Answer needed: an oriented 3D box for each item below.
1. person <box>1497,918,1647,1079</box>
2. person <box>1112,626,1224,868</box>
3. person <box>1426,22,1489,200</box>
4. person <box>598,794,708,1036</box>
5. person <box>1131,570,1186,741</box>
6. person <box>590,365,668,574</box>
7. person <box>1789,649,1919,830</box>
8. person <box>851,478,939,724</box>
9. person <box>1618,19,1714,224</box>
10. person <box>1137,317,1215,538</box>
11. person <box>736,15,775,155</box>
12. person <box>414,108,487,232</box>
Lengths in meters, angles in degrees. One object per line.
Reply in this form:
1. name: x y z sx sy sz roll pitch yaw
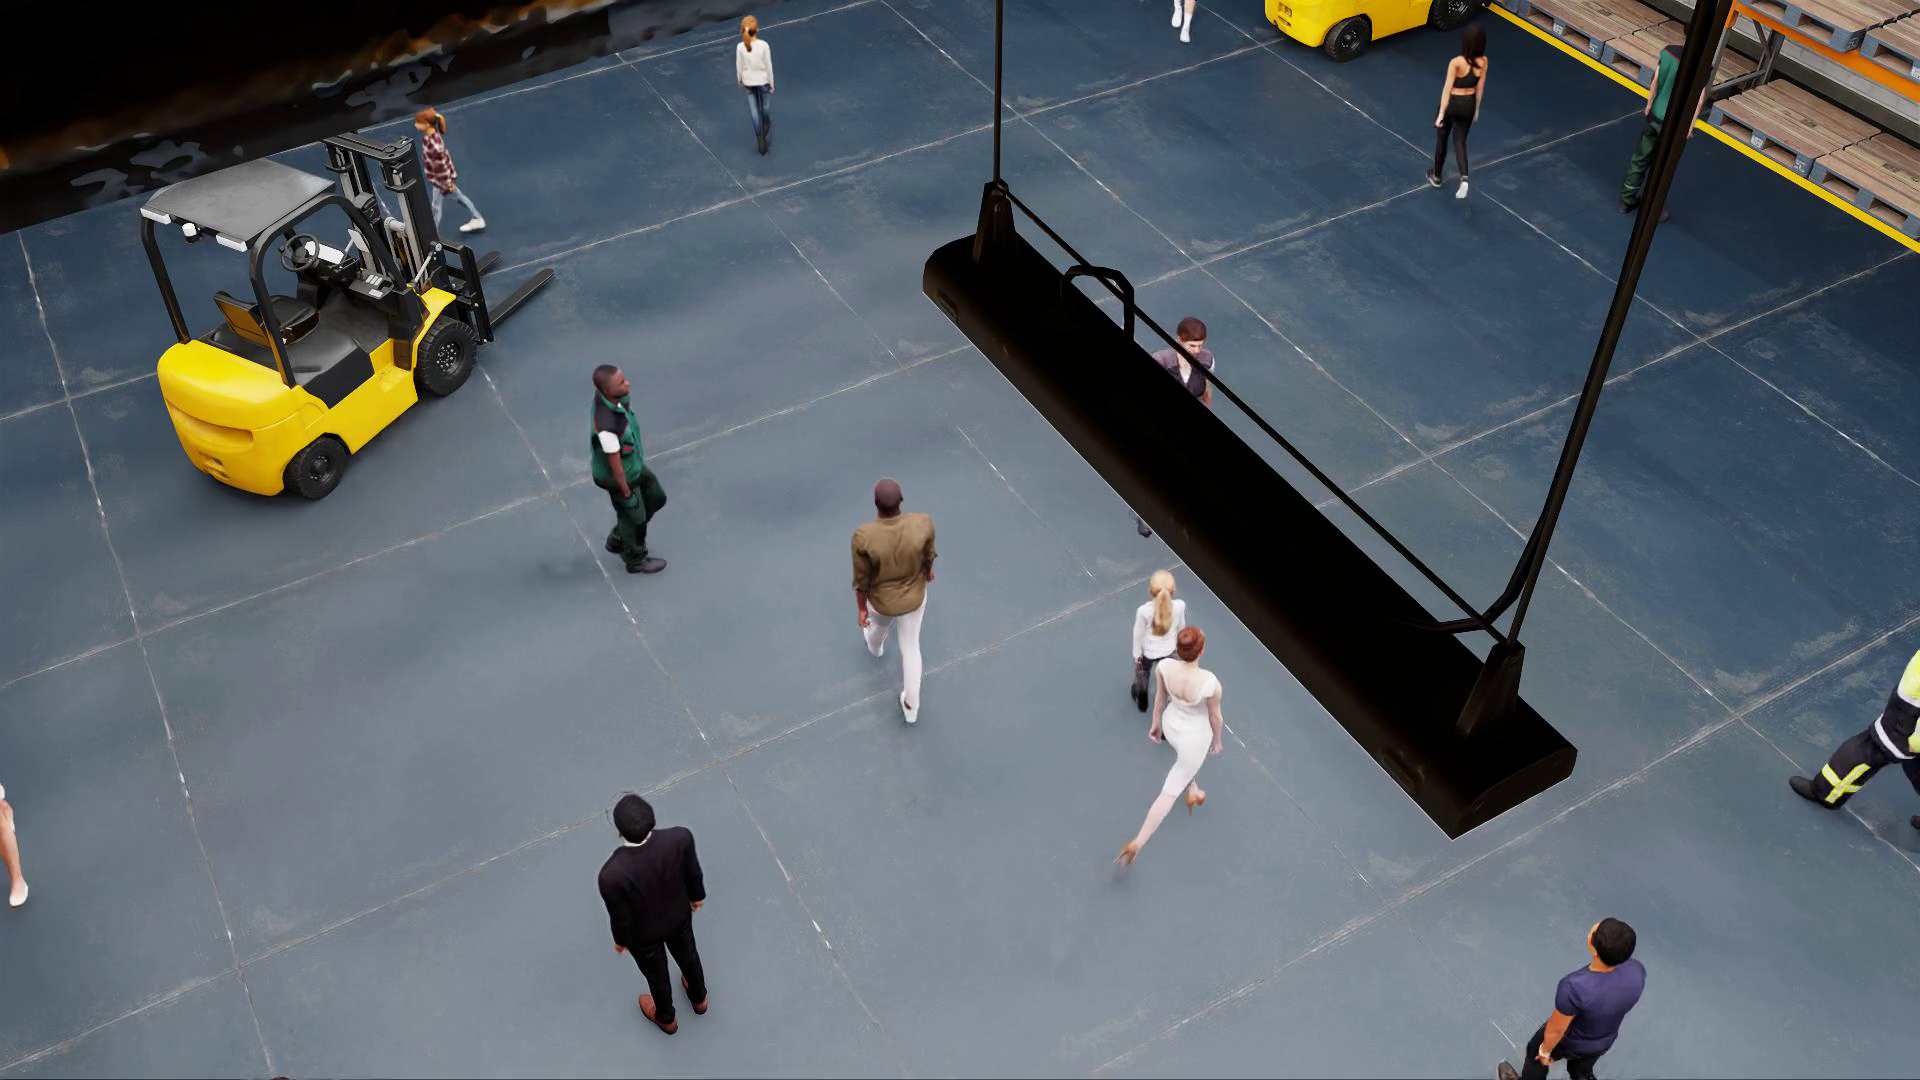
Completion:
1. person: 3.114 2.510 8.217 0.832 1.770 1.097 -10 45 -11
2. person: 1.233 1.219 9.586 1.117 1.751 0.893 32 52 29
3. person: 4.507 -3.822 14.967 0.752 1.627 0.997 -7 44 -7
4. person: -1.586 1.965 8.706 0.725 1.884 0.597 -29 51 -27
5. person: 1.255 0.730 10.452 0.674 1.264 0.873 -5 44 -5
6. person: -2.368 -0.457 11.290 0.894 1.827 0.807 -3 44 -3
7. person: 5.683 1.040 9.636 1.348 1.941 1.099 28 50 26
8. person: -0.380 0.427 10.391 0.963 1.787 1.213 -9 44 -9
9. person: 6.239 -3.696 14.637 0.719 1.899 0.490 -21 48 -21
10. person: 1.460 -0.872 11.721 0.759 1.833 0.757 -8 44 -9
11. person: -1.922 -4.263 15.669 0.709 1.297 0.877 -2 44 -3
12. person: -4.476 -3.209 14.583 0.691 1.269 0.869 -15 46 -15
